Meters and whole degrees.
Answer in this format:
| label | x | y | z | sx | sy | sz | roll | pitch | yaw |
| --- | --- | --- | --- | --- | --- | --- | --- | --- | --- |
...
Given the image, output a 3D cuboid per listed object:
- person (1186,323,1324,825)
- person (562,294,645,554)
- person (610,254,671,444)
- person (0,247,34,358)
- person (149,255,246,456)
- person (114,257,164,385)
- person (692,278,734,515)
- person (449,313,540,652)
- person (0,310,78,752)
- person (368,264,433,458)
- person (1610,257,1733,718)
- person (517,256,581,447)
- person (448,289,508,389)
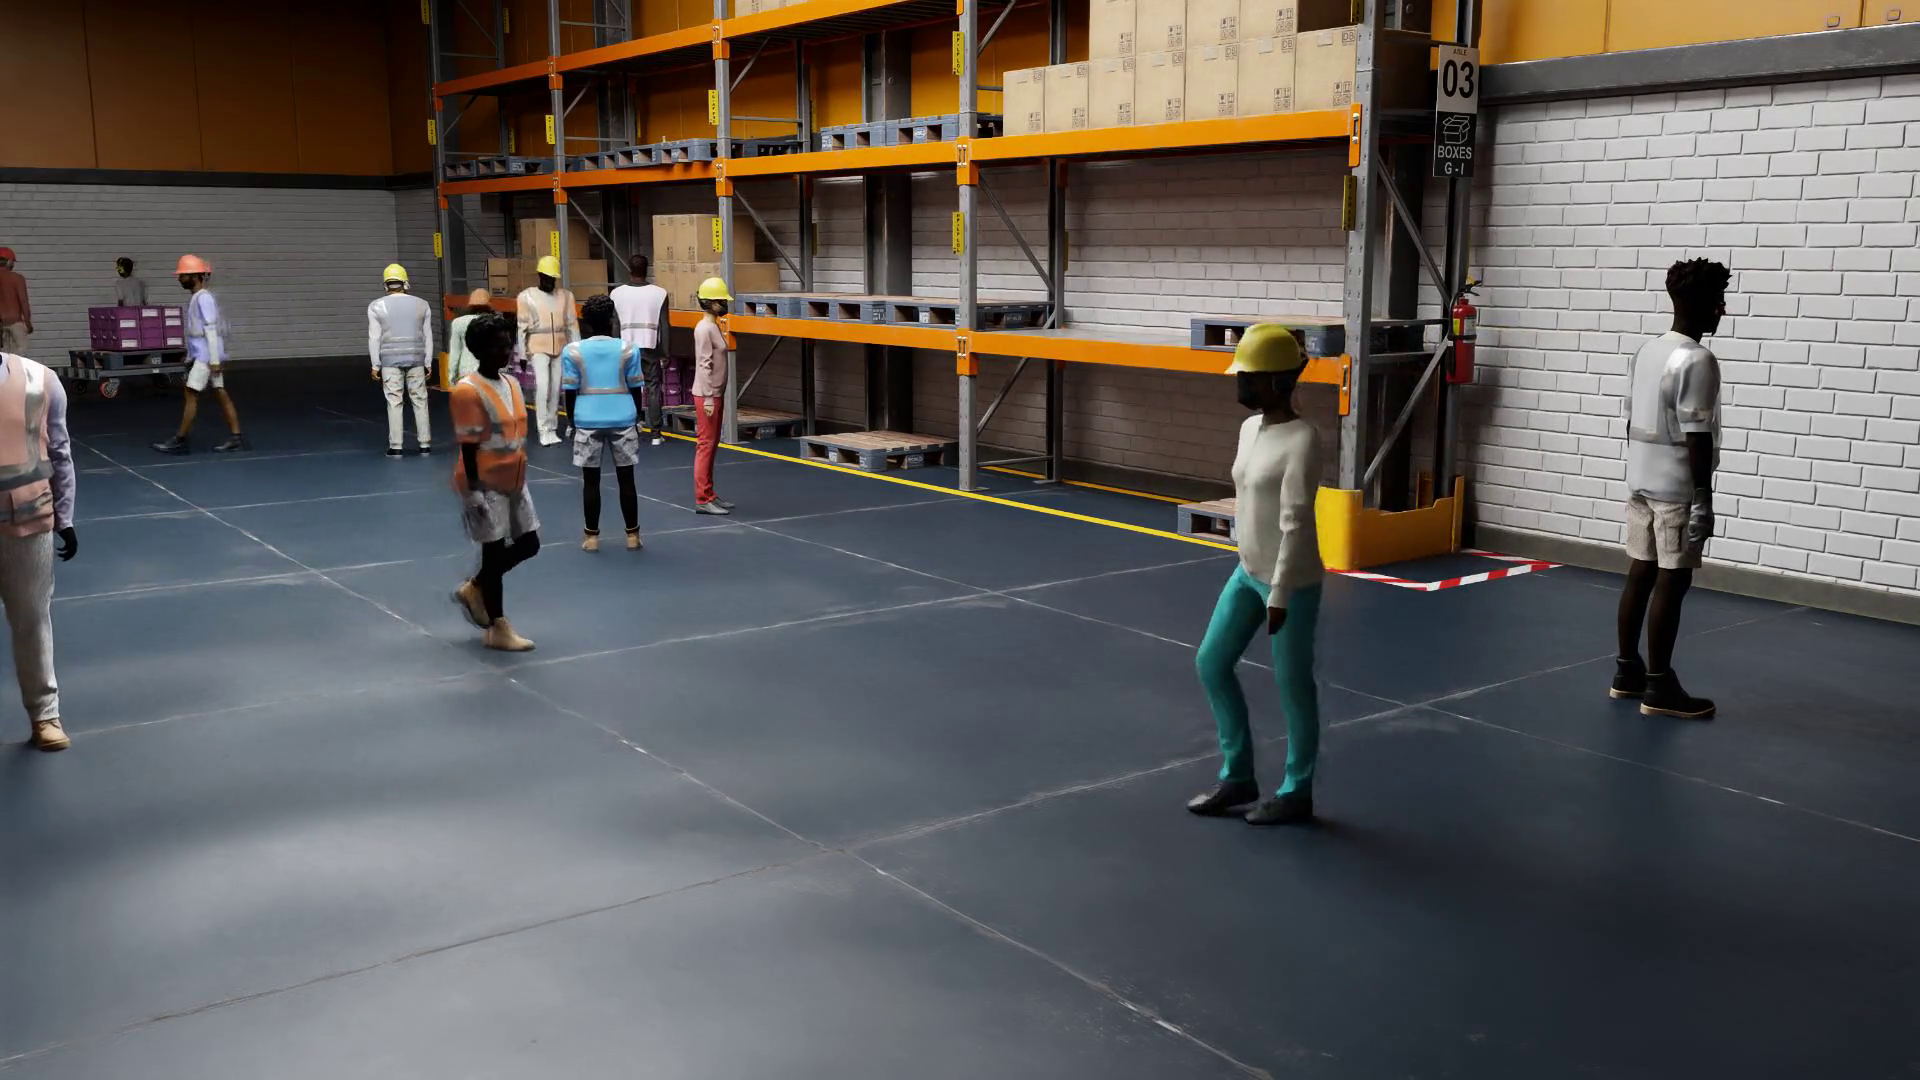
| label | x | y | z | sx | sy | sz | roll | pitch | yaw |
| --- | --- | --- | --- | --- | --- | --- | --- | --- | --- |
| person | 1.010 | 0.140 | 5.705 | 0.571 | 1.745 | 0.546 | -3 | 11 | -17 |
| person | -2.324 | -0.754 | 10.880 | 0.530 | 1.695 | 0.321 | -2 | 10 | -14 |
| person | -3.204 | -1.910 | 16.756 | 0.591 | 1.912 | 0.383 | -1 | 10 | -5 |
| person | -12.837 | -2.942 | 22.366 | 0.642 | 1.968 | 0.597 | 1 | 10 | 7 |
| person | -7.362 | -1.754 | 15.916 | 0.938 | 1.892 | 0.564 | -5 | 11 | -27 |
| person | -11.787 | -3.114 | 23.755 | 0.928 | 1.829 | 0.562 | 5 | 11 | 25 |
| person | -1.841 | -1.076 | 12.489 | 0.326 | 1.767 | 0.533 | 0 | 10 | 1 |
| person | -2.349 | -0.278 | 8.253 | 0.444 | 1.683 | 0.539 | 4 | 11 | 20 |
| person | -3.808 | -0.051 | 6.541 | 0.624 | 1.841 | 0.430 | -7 | 12 | -34 |
| person | -5.278 | -1.683 | 15.707 | 0.591 | 1.829 | 0.404 | -6 | 12 | -31 |
| person | 3.078 | -0.229 | 7.178 | 0.362 | 1.963 | 0.614 | -1 | 10 | -3 |
| person | -4.078 | -1.881 | 16.660 | 0.588 | 1.887 | 0.760 | -7 | 13 | -36 |
| person | -4.430 | -1.517 | 15.387 | 0.517 | 1.599 | 0.696 | 0 | 10 | 2 |
